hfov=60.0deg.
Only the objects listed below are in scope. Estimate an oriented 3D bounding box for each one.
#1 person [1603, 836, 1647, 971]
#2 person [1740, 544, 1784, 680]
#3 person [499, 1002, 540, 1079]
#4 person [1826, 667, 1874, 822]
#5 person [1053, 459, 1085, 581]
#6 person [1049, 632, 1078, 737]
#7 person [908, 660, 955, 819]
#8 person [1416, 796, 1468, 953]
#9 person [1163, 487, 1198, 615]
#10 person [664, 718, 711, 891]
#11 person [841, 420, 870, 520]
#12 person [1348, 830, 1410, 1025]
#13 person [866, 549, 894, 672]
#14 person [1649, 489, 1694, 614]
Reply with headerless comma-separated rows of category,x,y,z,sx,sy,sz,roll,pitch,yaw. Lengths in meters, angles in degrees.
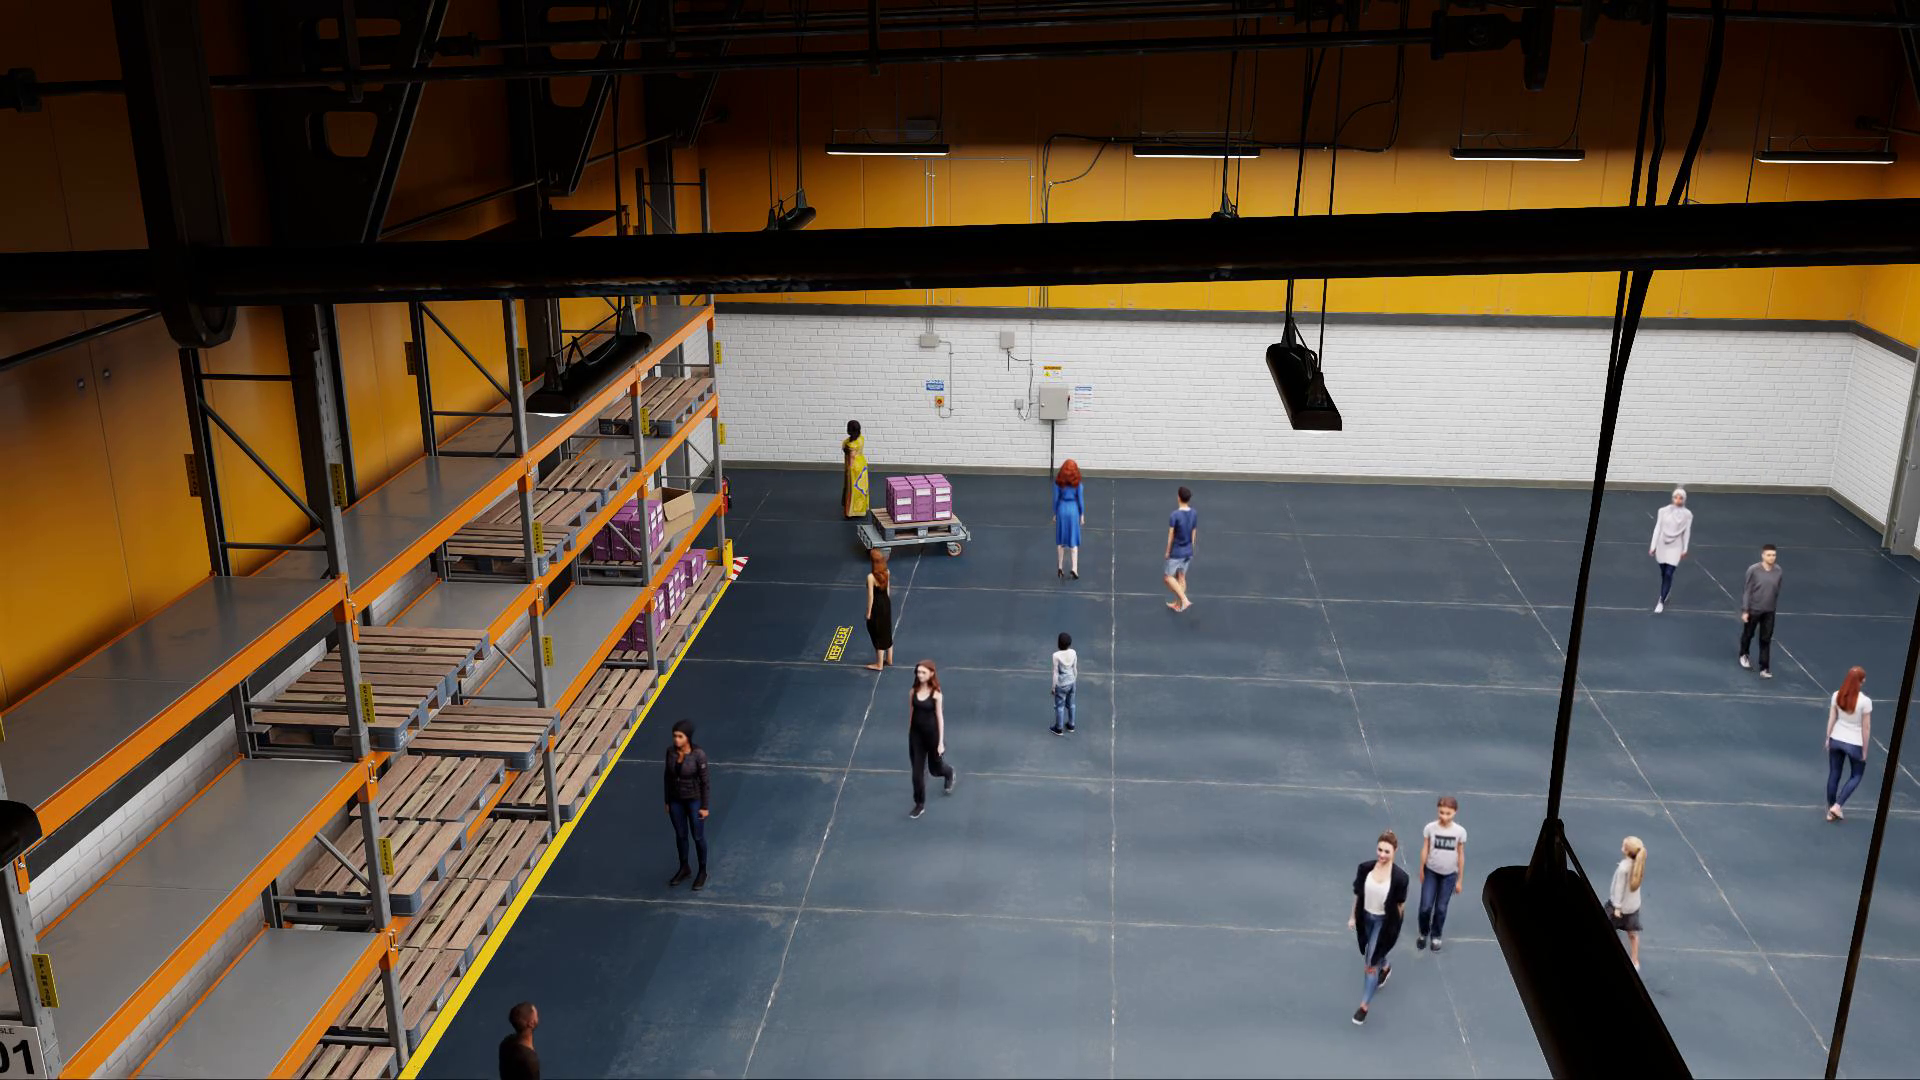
person,6.016,3.276,14.916,0.798,1.250,0.903,-11,22,-30
person,10.206,0.882,21.301,0.651,1.711,1.110,2,19,6
person,-3.156,4.119,11.598,1.203,1.769,1.113,-14,23,-36
person,9.253,2.177,17.427,0.817,1.730,0.757,-15,24,-38
person,1.599,-0.306,24.647,0.669,1.827,0.644,6,20,17
person,1.226,1.684,19.628,0.558,1.260,0.598,-9,21,-25
person,-0.306,2.066,17.774,0.832,1.719,1.169,8,20,23
person,4.405,3.009,15.233,0.557,1.554,0.603,4,19,13
person,3.109,0.185,23.178,0.885,1.835,0.971,-11,22,-30
person,-2.657,2.566,16.246,0.685,1.747,0.647,7,20,20
person,-1.735,-1.189,27.532,0.973,1.660,0.793,5,19,15
person,3.630,3.258,14.358,1.027,1.641,1.200,14,23,36
person,-1.029,0.888,21.418,0.734,1.626,0.656,15,23,37
person,10.046,0.121,23.526,1.030,1.734,1.209,14,23,36
